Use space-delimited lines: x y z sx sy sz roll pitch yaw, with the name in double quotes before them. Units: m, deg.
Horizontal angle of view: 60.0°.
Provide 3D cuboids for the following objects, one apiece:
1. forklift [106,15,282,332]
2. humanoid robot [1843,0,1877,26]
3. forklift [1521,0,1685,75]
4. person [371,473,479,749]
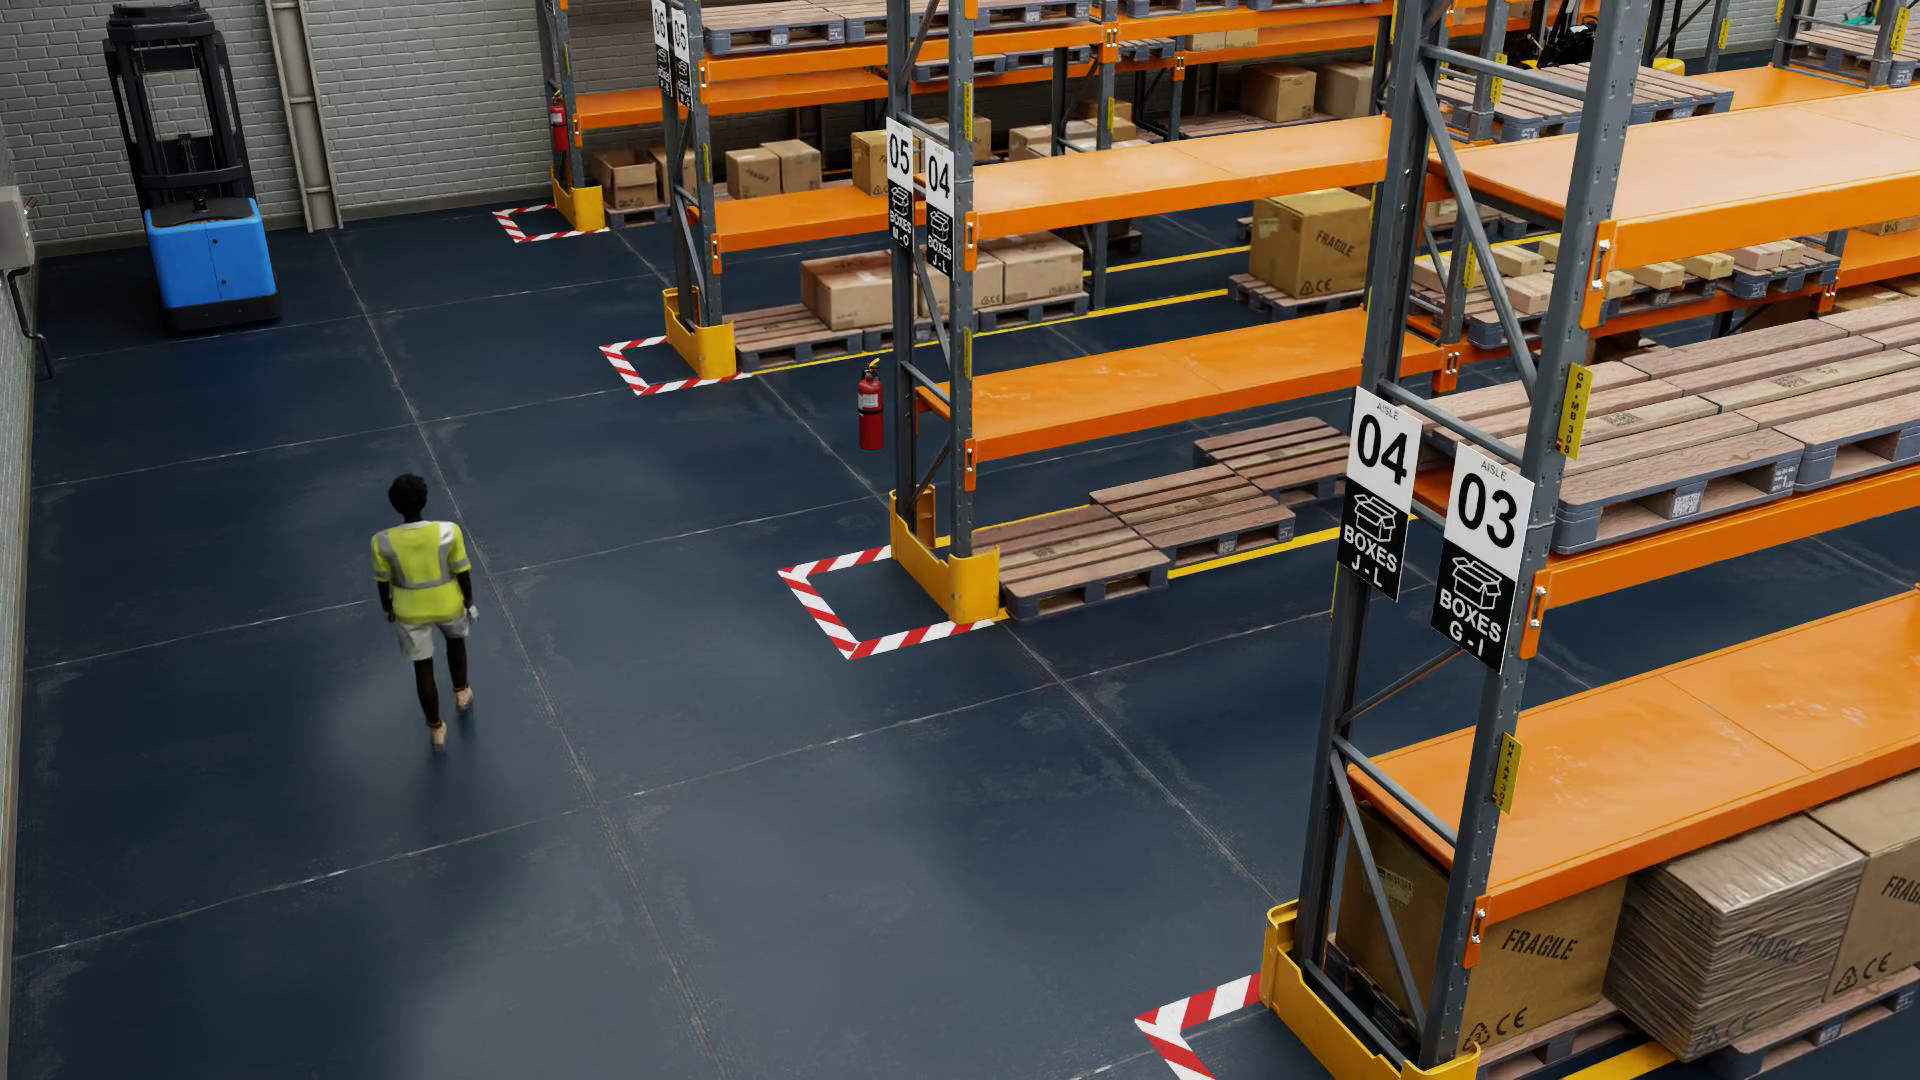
"forklift" -7.548 -3.672 16.323 1.129 2.768 1.873 -12 30 -22
"humanoid robot" 14.700 -8.631 27.051 0.870 1.761 0.557 24 36 37
"forklift" 8.950 -6.807 23.056 1.214 2.155 2.313 -12 30 -22
"person" -3.157 0.368 9.860 0.552 1.666 0.720 -9 29 -16
